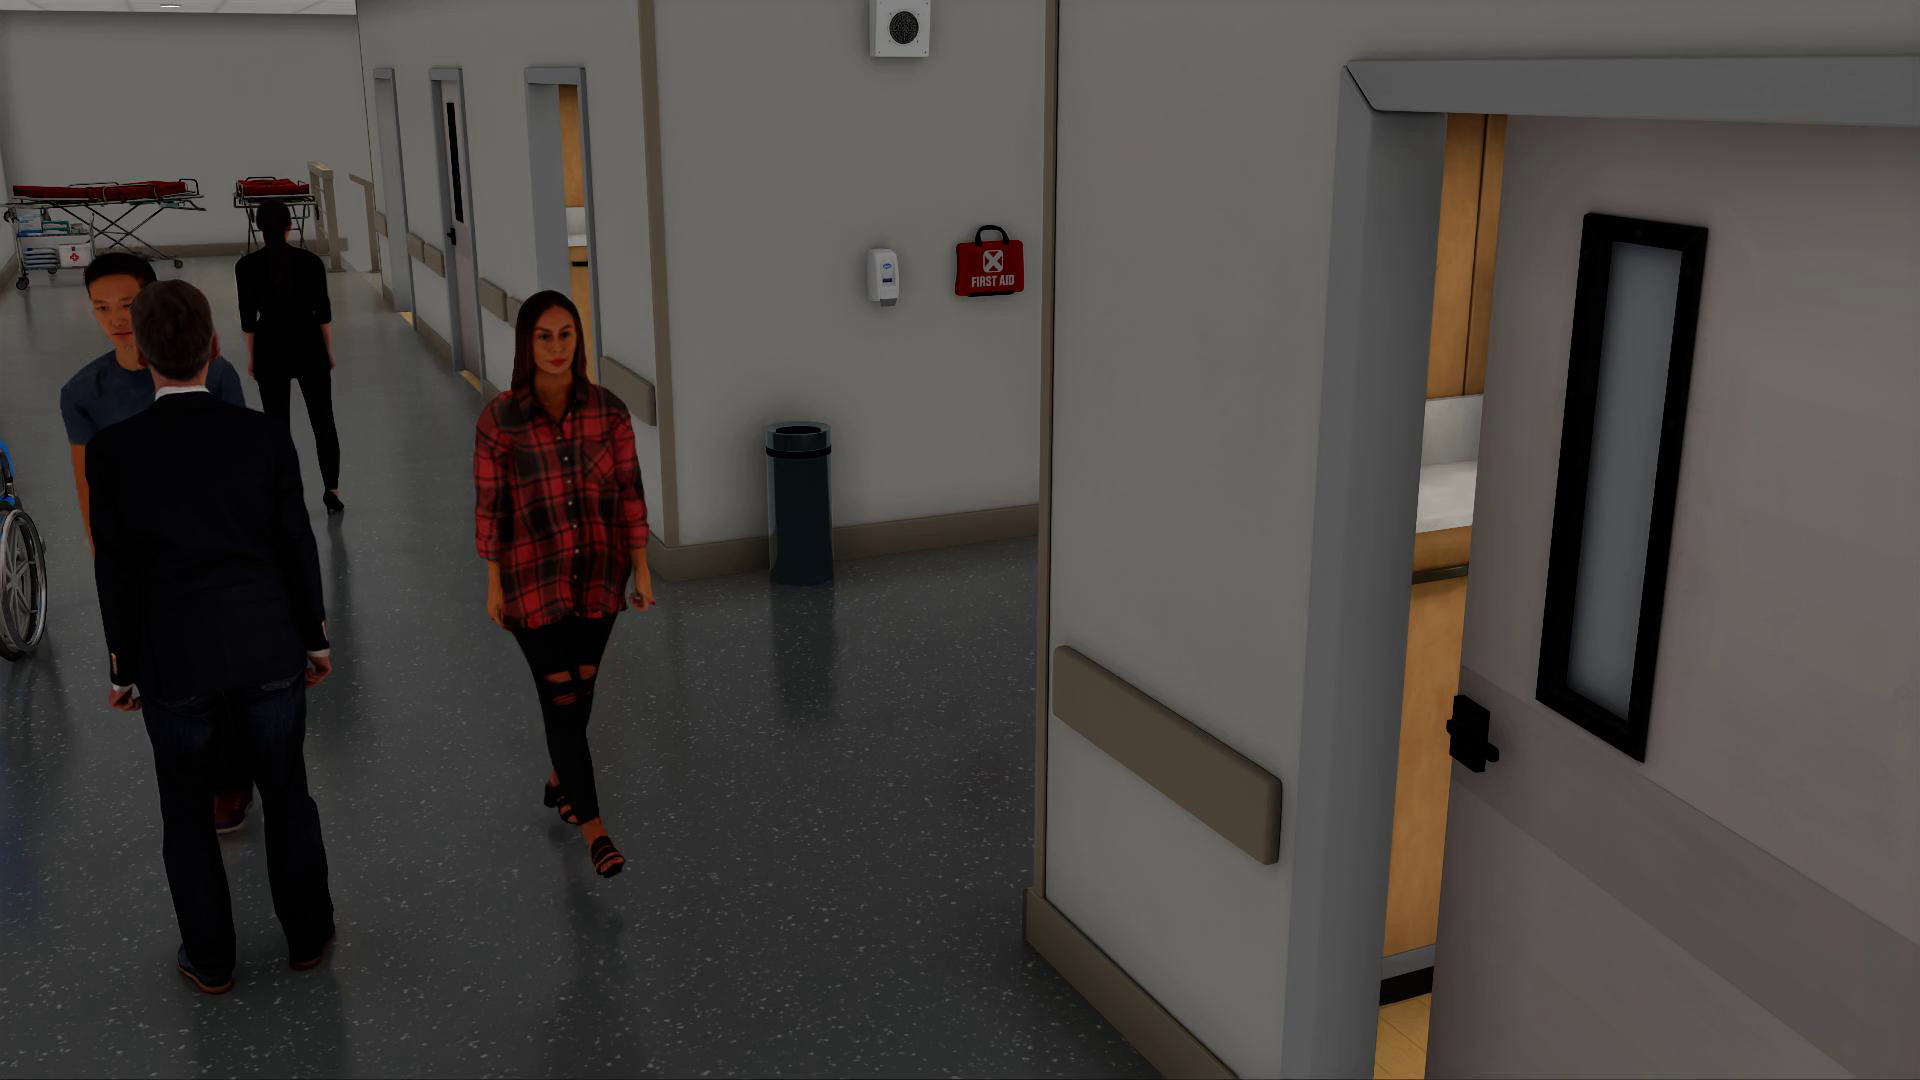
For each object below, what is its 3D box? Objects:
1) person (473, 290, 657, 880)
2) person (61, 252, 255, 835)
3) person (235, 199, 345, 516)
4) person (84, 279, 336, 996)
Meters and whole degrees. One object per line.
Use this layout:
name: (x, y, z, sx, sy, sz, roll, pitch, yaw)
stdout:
person: (-1.189, 0.119, 4.933, 0.690, 1.662, 1.059, -9, 18, -30)
person: (-2.343, 0.013, 5.079, 0.762, 1.787, 0.781, -6, 17, -21)
person: (-3.495, -0.939, 8.686, 0.600, 1.662, 0.557, -6, 17, -21)
person: (-1.871, 0.253, 4.178, 0.679, 1.814, 0.584, -8, 18, -27)
